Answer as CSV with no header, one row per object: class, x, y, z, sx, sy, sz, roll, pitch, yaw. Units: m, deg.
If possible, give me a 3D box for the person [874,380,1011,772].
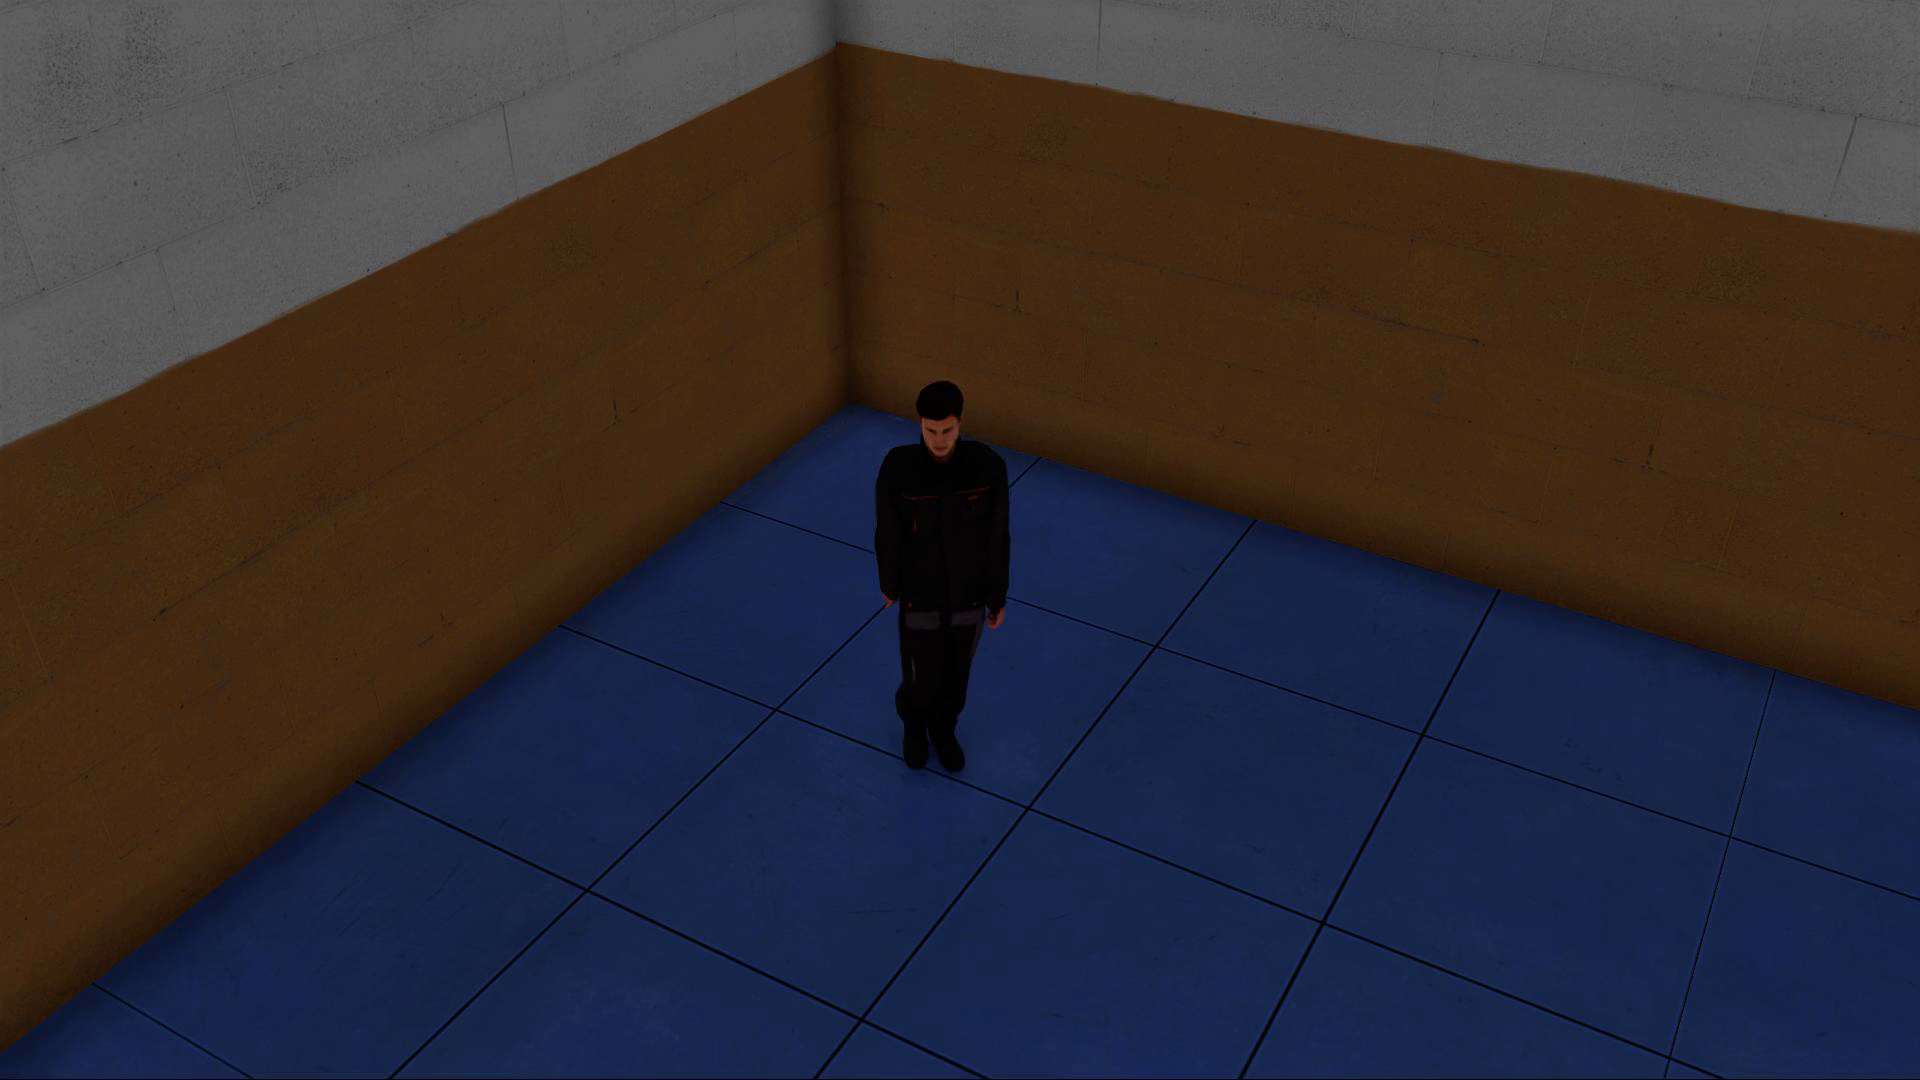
person,-0.085,0.129,7.025,0.828,1.924,0.886,-7,34,-10
